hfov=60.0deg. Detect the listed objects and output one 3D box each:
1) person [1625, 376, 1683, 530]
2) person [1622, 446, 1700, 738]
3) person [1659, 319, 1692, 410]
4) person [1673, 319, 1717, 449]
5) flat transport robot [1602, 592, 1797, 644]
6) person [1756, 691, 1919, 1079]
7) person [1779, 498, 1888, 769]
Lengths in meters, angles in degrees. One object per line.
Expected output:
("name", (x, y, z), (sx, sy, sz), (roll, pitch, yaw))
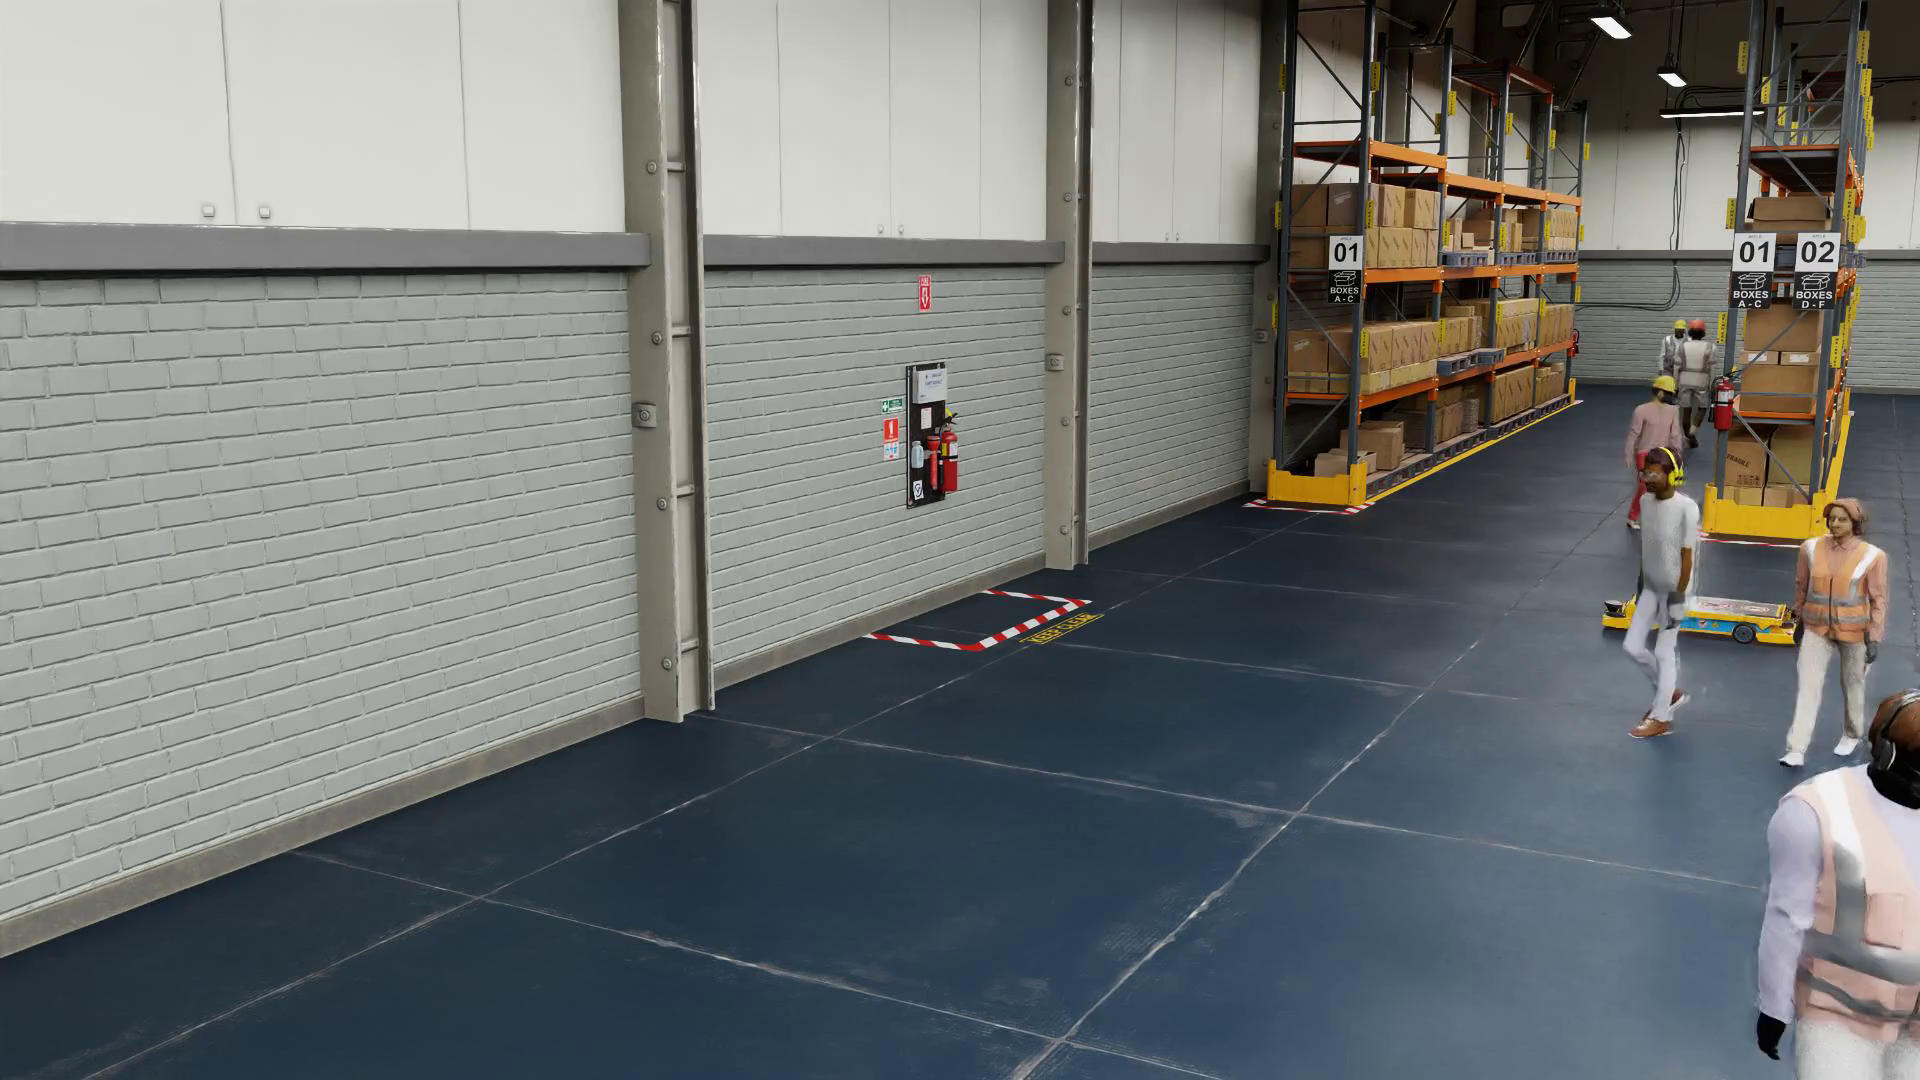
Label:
("person", (7.491, -0.917, 17.962), (0.521, 1.710, 0.890), (-2, 10, -14))
("person", (4.348, 0.328, 10.296), (0.446, 1.844, 0.517), (-4, 10, -22))
("person", (13.554, -3.275, 31.464), (0.603, 1.816, 0.675), (5, 11, 25))
("person", (11.363, -2.402, 25.731), (0.639, 2.031, 0.483), (6, 12, 33))
("flat transport robot", (5.934, 0.605, 13.273), (1.431, 0.197, 0.652), (5, 11, 28))
("person", (2.552, 1.300, 4.644), (0.656, 1.828, 0.468), (0, 10, -1))
("person", (5.141, 0.542, 9.759), (0.886, 1.590, 0.533), (-9, 13, -42))
